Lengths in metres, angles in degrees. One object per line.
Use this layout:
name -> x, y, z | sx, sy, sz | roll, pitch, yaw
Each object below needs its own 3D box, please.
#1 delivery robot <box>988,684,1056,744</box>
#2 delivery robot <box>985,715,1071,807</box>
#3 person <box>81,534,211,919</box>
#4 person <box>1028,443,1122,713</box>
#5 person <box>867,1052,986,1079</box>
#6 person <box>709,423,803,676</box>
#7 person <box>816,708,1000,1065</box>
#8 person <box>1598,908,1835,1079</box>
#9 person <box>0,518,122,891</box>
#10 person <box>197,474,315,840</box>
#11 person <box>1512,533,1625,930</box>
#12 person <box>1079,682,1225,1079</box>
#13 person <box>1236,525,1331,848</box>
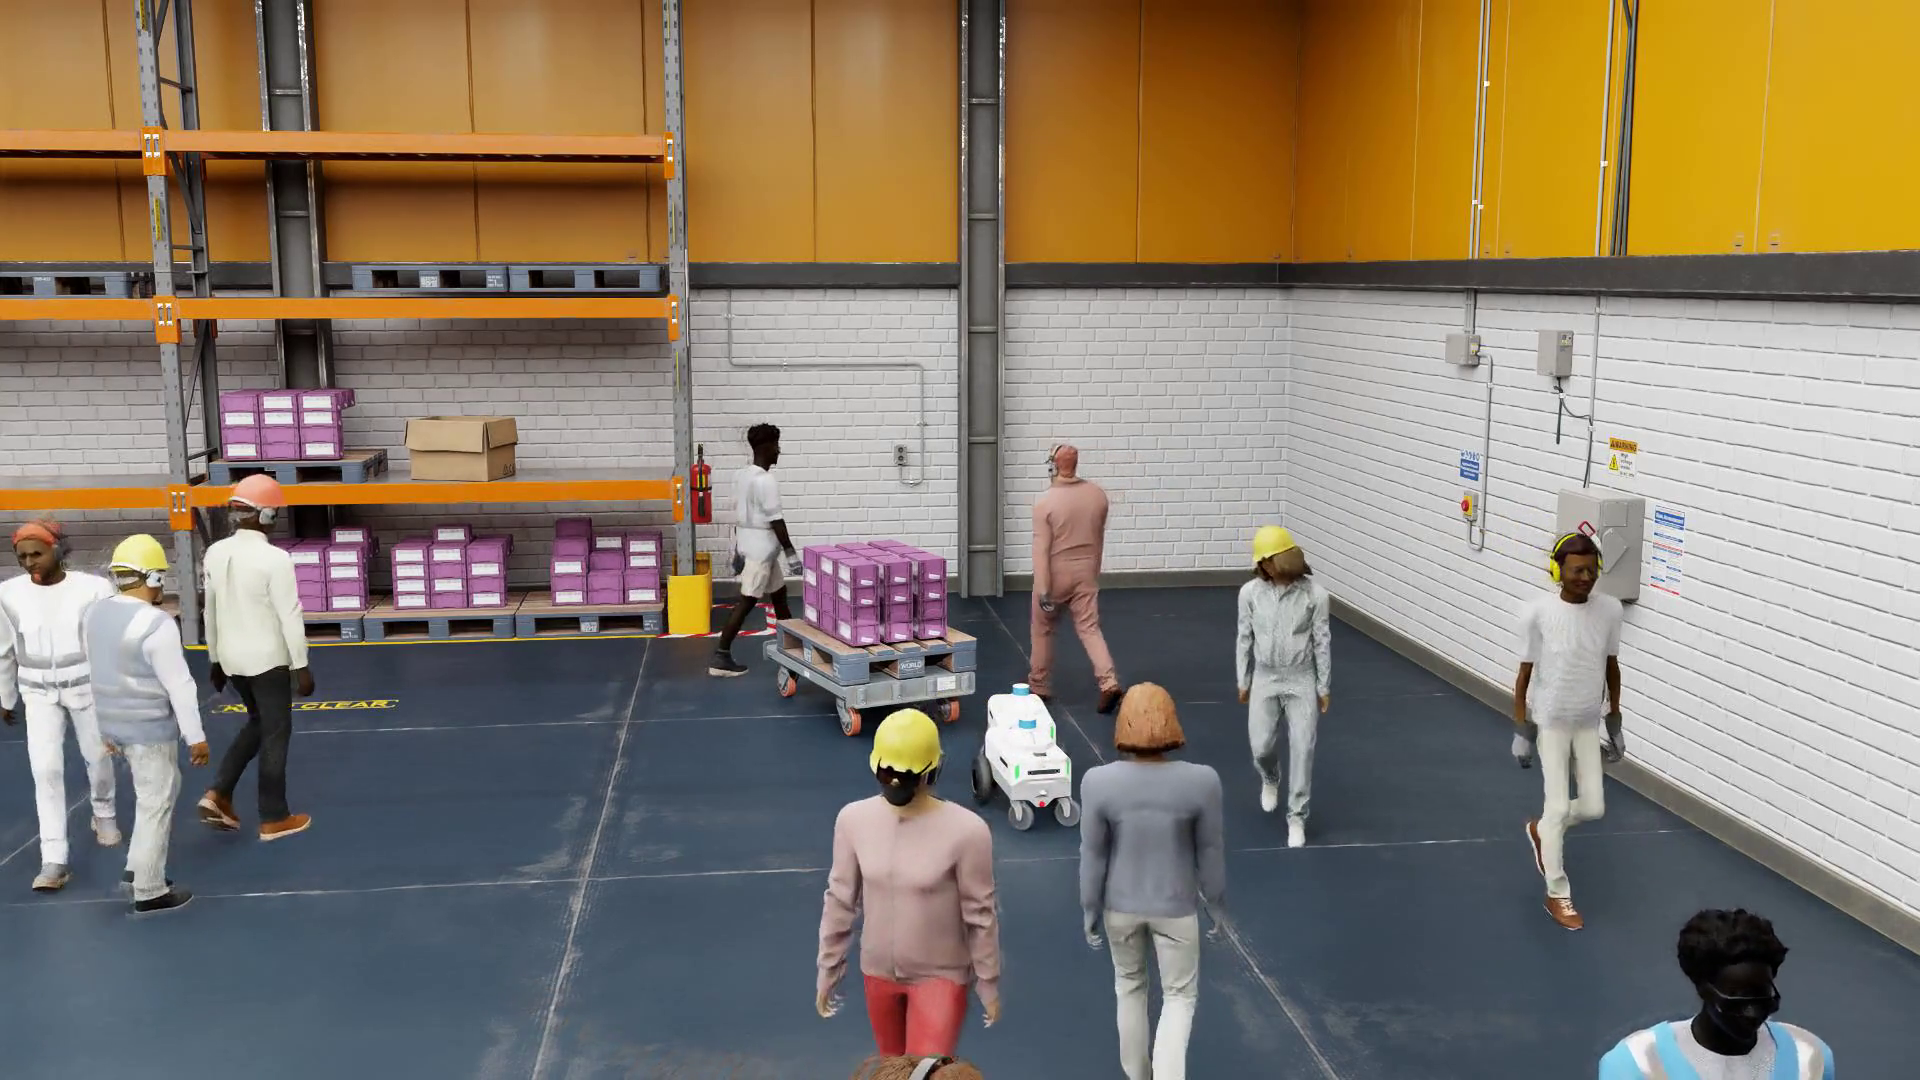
delivery robot -> 0.367, 1.110, 10.026 | 0.477, 0.478, 0.707 | -1, 9, -5
delivery robot -> 0.376, 1.226, 9.301 | 0.477, 0.478, 0.707 | -2, 9, -13
person -> -3.822, 0.878, 7.864 | 0.610, 1.810, 0.455 | 6, 11, 34
person -> 0.774, 0.258, 11.554 | 0.640, 1.870, 0.920 | -5, 10, -28
person -> -0.075, 1.695, 2.681 | 0.435, 1.831, 0.660 | 6, 11, 32
person -> -1.477, 0.070, 12.607 | 1.022, 1.915, 0.609 | -4, 10, -21
person -> -0.196, 1.362, 5.056 | 0.561, 1.730, 0.733 | 4, 10, 25
person -> 1.657, 1.627, 3.624 | 0.554, 1.655, 0.825 | 0, 9, 2
person -> -4.544, 0.776, 8.469 | 0.642, 1.838, 1.010 | -3, 10, -18
person -> -3.740, 0.638, 8.847 | 0.614, 1.971, 0.513 | 6, 11, 31
person -> 2.843, 0.857, 7.849 | 0.553, 1.852, 0.583 | -1, 9, -8
person -> 0.662, 1.300, 5.817 | 0.508, 1.614, 0.653 | 2, 9, 11
person -> 1.741, 0.750, 8.933 | 0.508, 1.710, 0.514 | 2, 9, 15
